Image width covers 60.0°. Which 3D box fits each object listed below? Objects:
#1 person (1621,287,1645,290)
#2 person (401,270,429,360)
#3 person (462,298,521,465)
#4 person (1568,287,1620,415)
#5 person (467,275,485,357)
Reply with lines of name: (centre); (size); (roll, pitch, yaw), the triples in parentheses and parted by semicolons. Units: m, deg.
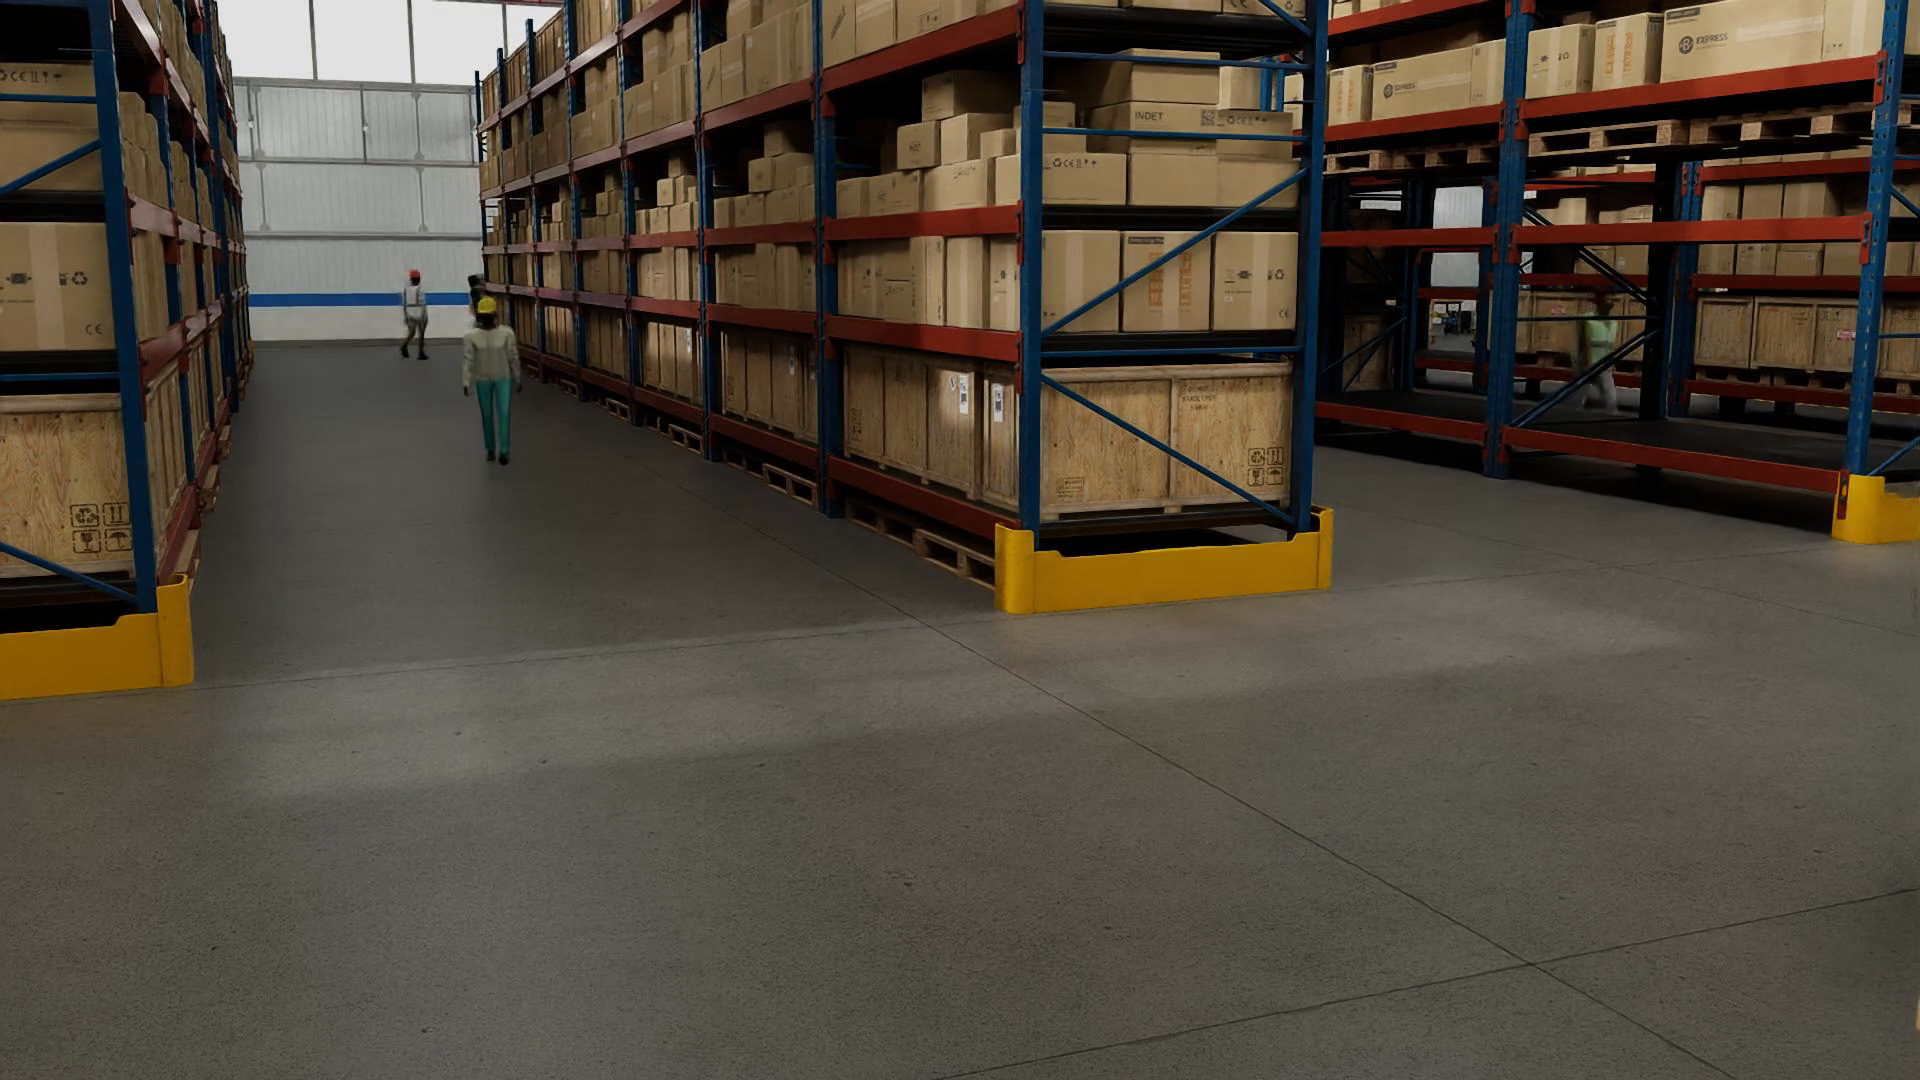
person: (13.765, -4.599, 34.250); (0.649, 1.925, 0.464); (-5, 11, -26)
person: (-11.583, -4.774, 35.322); (0.557, 1.921, 0.556); (3, 10, 18)
person: (-4.830, -1.631, 17.128); (0.550, 1.707, 0.921); (-2, 10, -10)
person: (7.092, -1.888, 18.415); (0.585, 1.790, 0.980); (-5, 10, -25)
person: (-10.643, -4.922, 36.582); (0.746, 1.802, 0.659); (1, 10, 8)
